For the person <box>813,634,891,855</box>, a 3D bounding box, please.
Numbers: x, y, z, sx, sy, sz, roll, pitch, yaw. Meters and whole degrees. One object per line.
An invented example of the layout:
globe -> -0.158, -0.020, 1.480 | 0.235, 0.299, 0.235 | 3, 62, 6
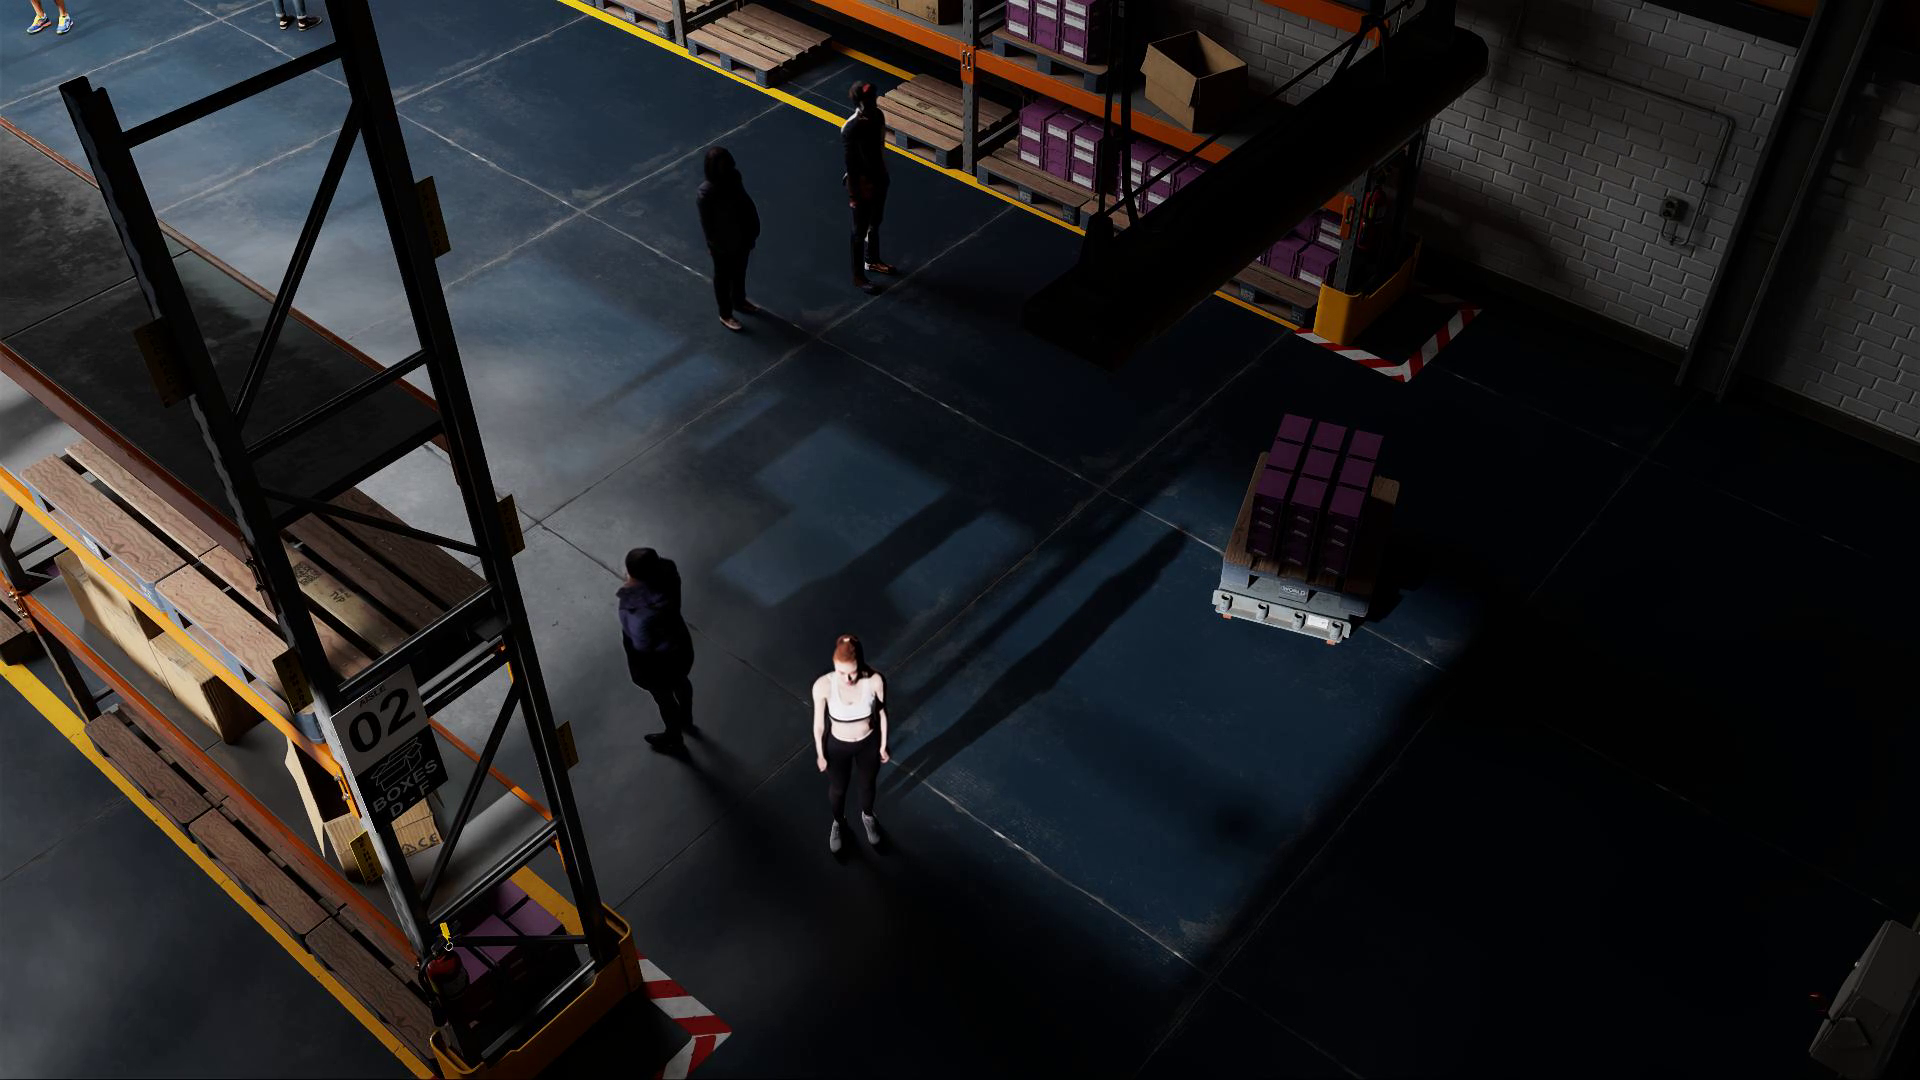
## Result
person -> -0.624, 1.190, 9.722 | 0.658, 1.742, 0.695 | -8, 44, -8

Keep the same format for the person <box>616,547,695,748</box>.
person -> -1.862, 0.659, 10.328 | 0.786, 1.675, 0.772 | 12, 45, 12

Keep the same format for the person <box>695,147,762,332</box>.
person -> -1.905, -2.507, 13.707 | 0.704, 1.597, 0.713 | 21, 48, 21

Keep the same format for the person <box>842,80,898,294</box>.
person -> -0.779, -3.008, 14.020 | 0.649, 1.891, 0.736 | 21, 47, 21

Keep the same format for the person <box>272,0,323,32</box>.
person -> -7.230, -6.264, 17.489 | 0.659, 1.821, 0.799 | 10, 44, 10
